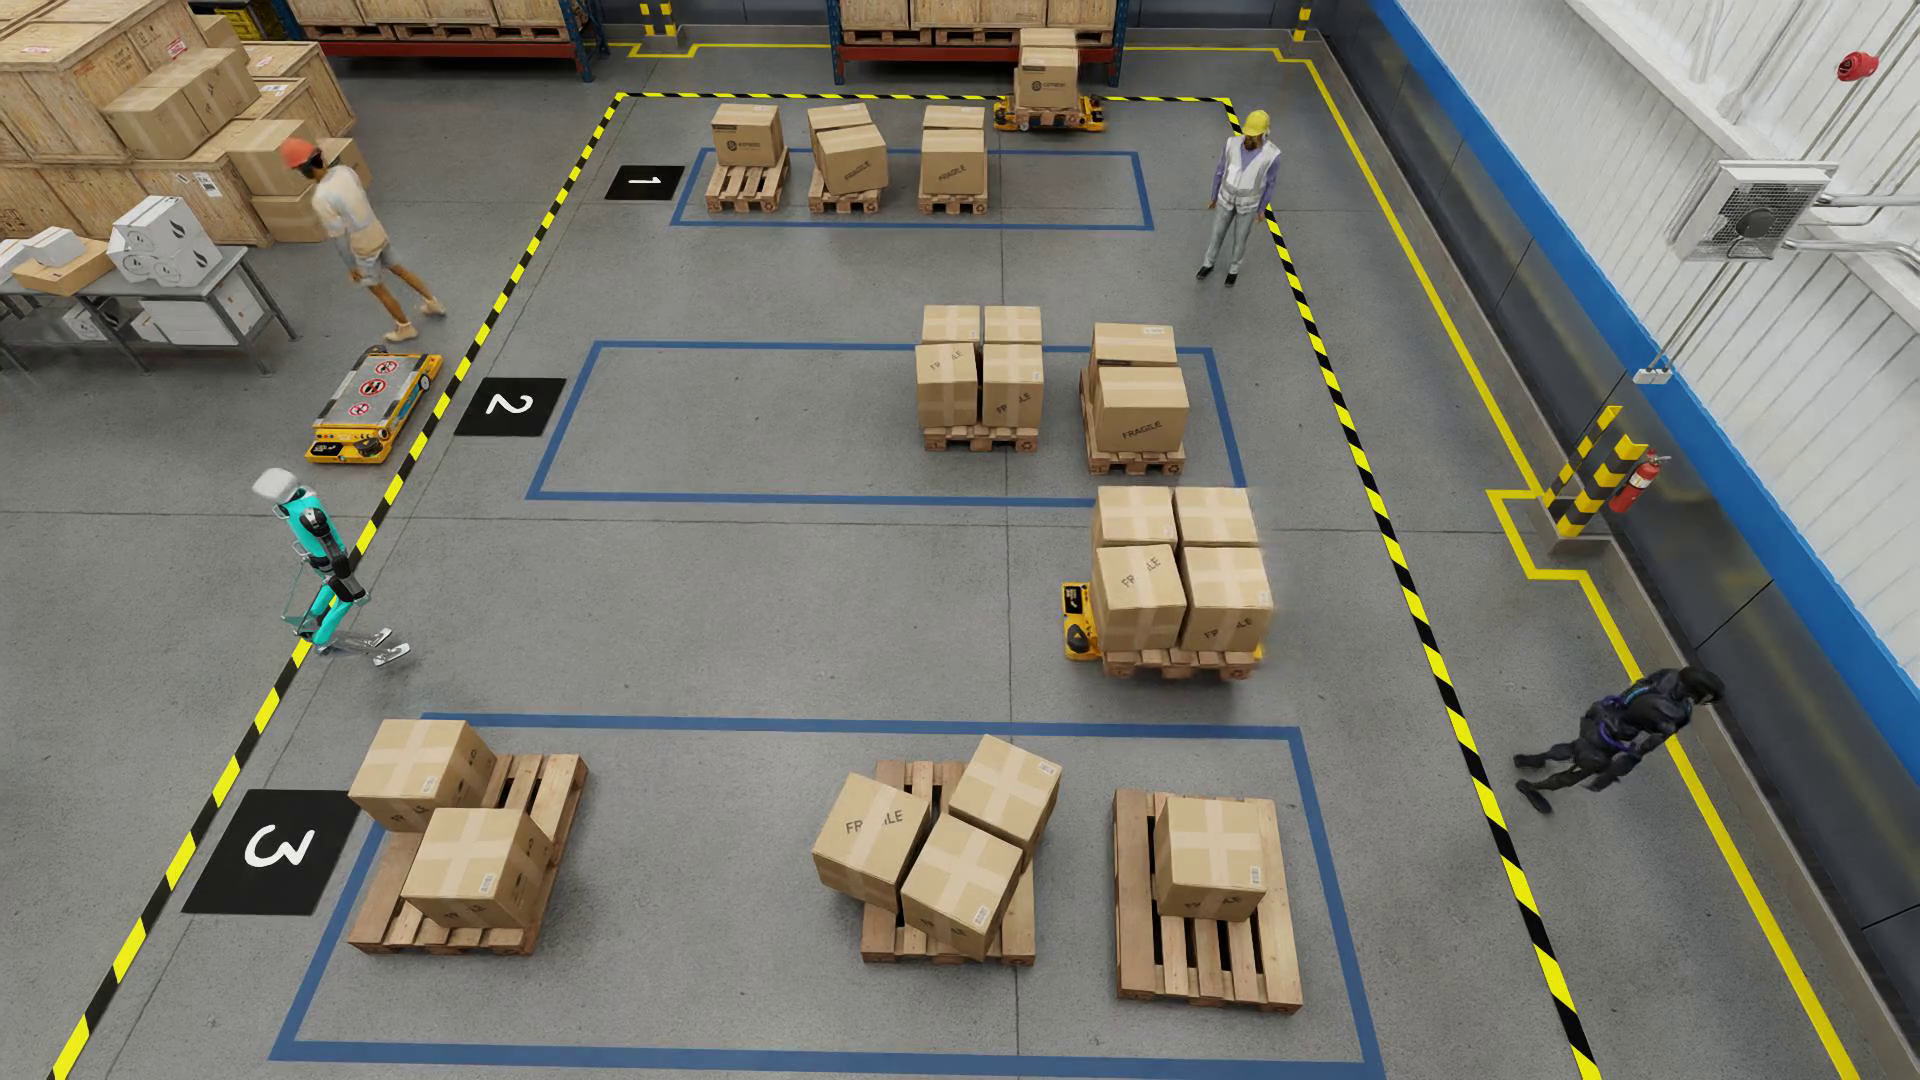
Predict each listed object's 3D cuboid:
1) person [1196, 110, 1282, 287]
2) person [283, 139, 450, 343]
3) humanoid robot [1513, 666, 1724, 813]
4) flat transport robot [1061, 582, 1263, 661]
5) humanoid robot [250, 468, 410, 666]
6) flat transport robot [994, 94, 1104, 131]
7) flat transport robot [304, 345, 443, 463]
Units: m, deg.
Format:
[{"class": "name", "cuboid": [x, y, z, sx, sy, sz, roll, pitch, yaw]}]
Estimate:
[{"class": "person", "cuboid": [2.806, -3.417, 9.233, 0.597, 1.830, 0.403, 24, 54, 19]}, {"class": "person", "cuboid": [-5.530, -2.779, 8.574, 0.573, 2.013, 0.751, 3, 50, 2]}, {"class": "humanoid robot", "cuboid": [3.846, 1.144, 5.474, 0.425, 1.636, 0.616, 22, 53, 17]}, {"class": "flat transport robot", "cuboid": [1.497, 0.577, 6.860, 1.431, 0.197, 0.652, 1, 50, 1]}, {"class": "humanoid robot", "cuboid": [-4.295, 0.304, 6.059, 0.533, 1.677, 0.735, 34, 57, 25]}, {"class": "flat transport robot", "cuboid": [1.167, -5.688, 12.162, 1.431, 0.197, 0.652, 1, 50, 1]}, {"class": "flat transport robot", "cuboid": [-5.383, -1.269, 8.441, 0.659, 0.231, 1.431, 1, 50, 1]}]
